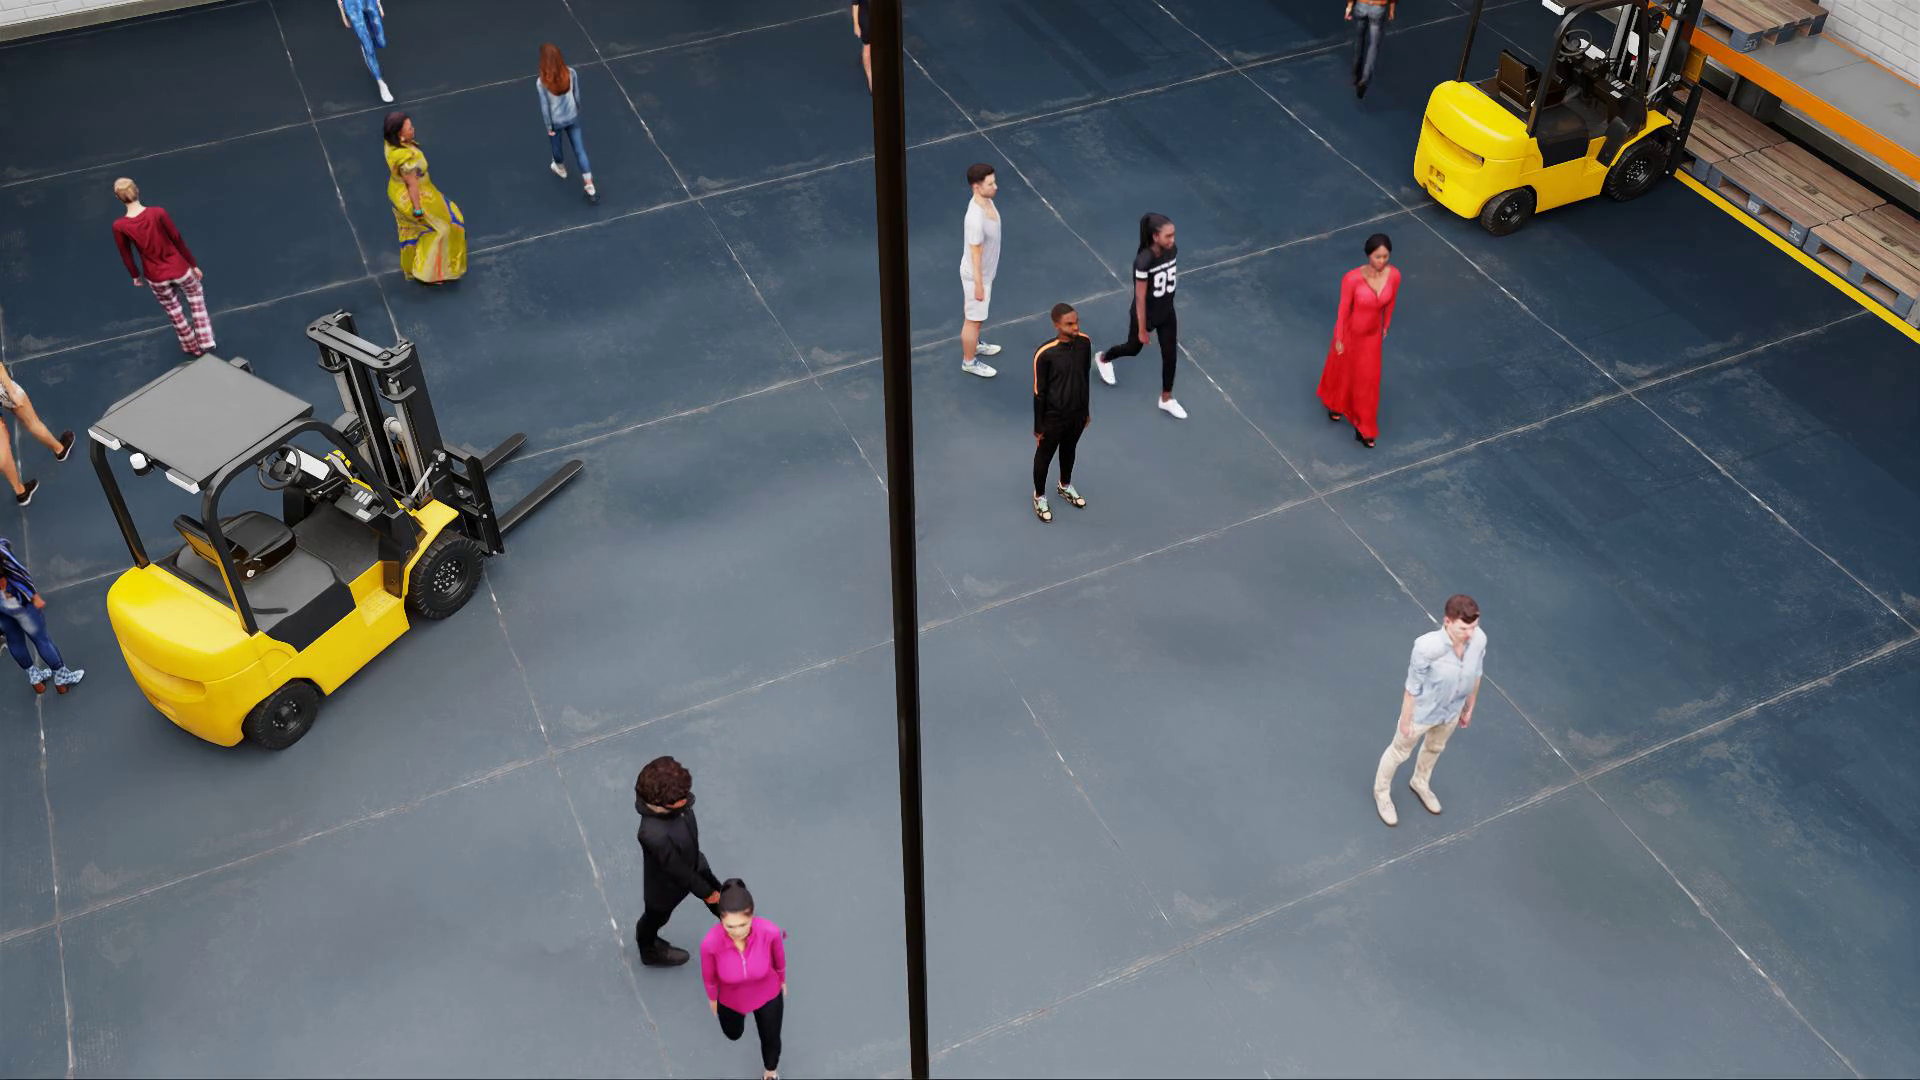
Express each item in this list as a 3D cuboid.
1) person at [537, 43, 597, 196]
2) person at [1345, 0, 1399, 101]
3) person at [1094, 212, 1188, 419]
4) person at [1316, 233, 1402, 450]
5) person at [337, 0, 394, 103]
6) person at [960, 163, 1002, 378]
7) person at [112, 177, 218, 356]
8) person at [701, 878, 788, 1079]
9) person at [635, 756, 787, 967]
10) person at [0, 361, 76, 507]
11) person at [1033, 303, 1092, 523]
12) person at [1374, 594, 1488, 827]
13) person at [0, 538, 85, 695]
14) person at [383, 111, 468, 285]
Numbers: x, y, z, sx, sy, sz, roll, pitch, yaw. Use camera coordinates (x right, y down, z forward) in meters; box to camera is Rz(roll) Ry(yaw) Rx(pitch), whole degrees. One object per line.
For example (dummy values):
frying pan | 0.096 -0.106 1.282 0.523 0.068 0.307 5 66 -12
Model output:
person | -3.602 -3.841 15.283 0.620 1.451 1.010 -22 48 -22
person | 4.093 -5.235 16.522 1.029 1.761 1.126 9 44 10
person | 1.418 -1.773 12.936 0.808 1.695 1.206 -29 51 -27
person | 3.034 -1.620 12.735 0.821 1.761 1.065 -5 44 -5
person | -5.980 -5.292 16.584 0.654 1.767 0.994 -24 48 -23
person | 0.149 -2.167 13.234 0.824 1.853 0.701 5 44 6
person | -6.351 -2.170 13.351 0.678 1.696 0.618 -21 47 -21
person | -1.117 2.288 8.689 0.694 1.683 0.980 -10 45 -11
person | -1.664 1.826 9.136 1.038 1.725 1.097 4 44 4
person | -7.088 -1.040 12.082 0.912 1.811 1.107 1 44 1
person | 0.728 -0.942 11.982 0.641 1.808 0.547 -22 48 -21
person | 2.827 0.986 9.929 0.661 1.847 0.565 -14 45 -14
person | -6.142 0.386 10.727 0.692 1.615 0.720 6 44 6
person | -4.710 -2.857 14.115 0.850 1.648 0.798 -25 49 -24
